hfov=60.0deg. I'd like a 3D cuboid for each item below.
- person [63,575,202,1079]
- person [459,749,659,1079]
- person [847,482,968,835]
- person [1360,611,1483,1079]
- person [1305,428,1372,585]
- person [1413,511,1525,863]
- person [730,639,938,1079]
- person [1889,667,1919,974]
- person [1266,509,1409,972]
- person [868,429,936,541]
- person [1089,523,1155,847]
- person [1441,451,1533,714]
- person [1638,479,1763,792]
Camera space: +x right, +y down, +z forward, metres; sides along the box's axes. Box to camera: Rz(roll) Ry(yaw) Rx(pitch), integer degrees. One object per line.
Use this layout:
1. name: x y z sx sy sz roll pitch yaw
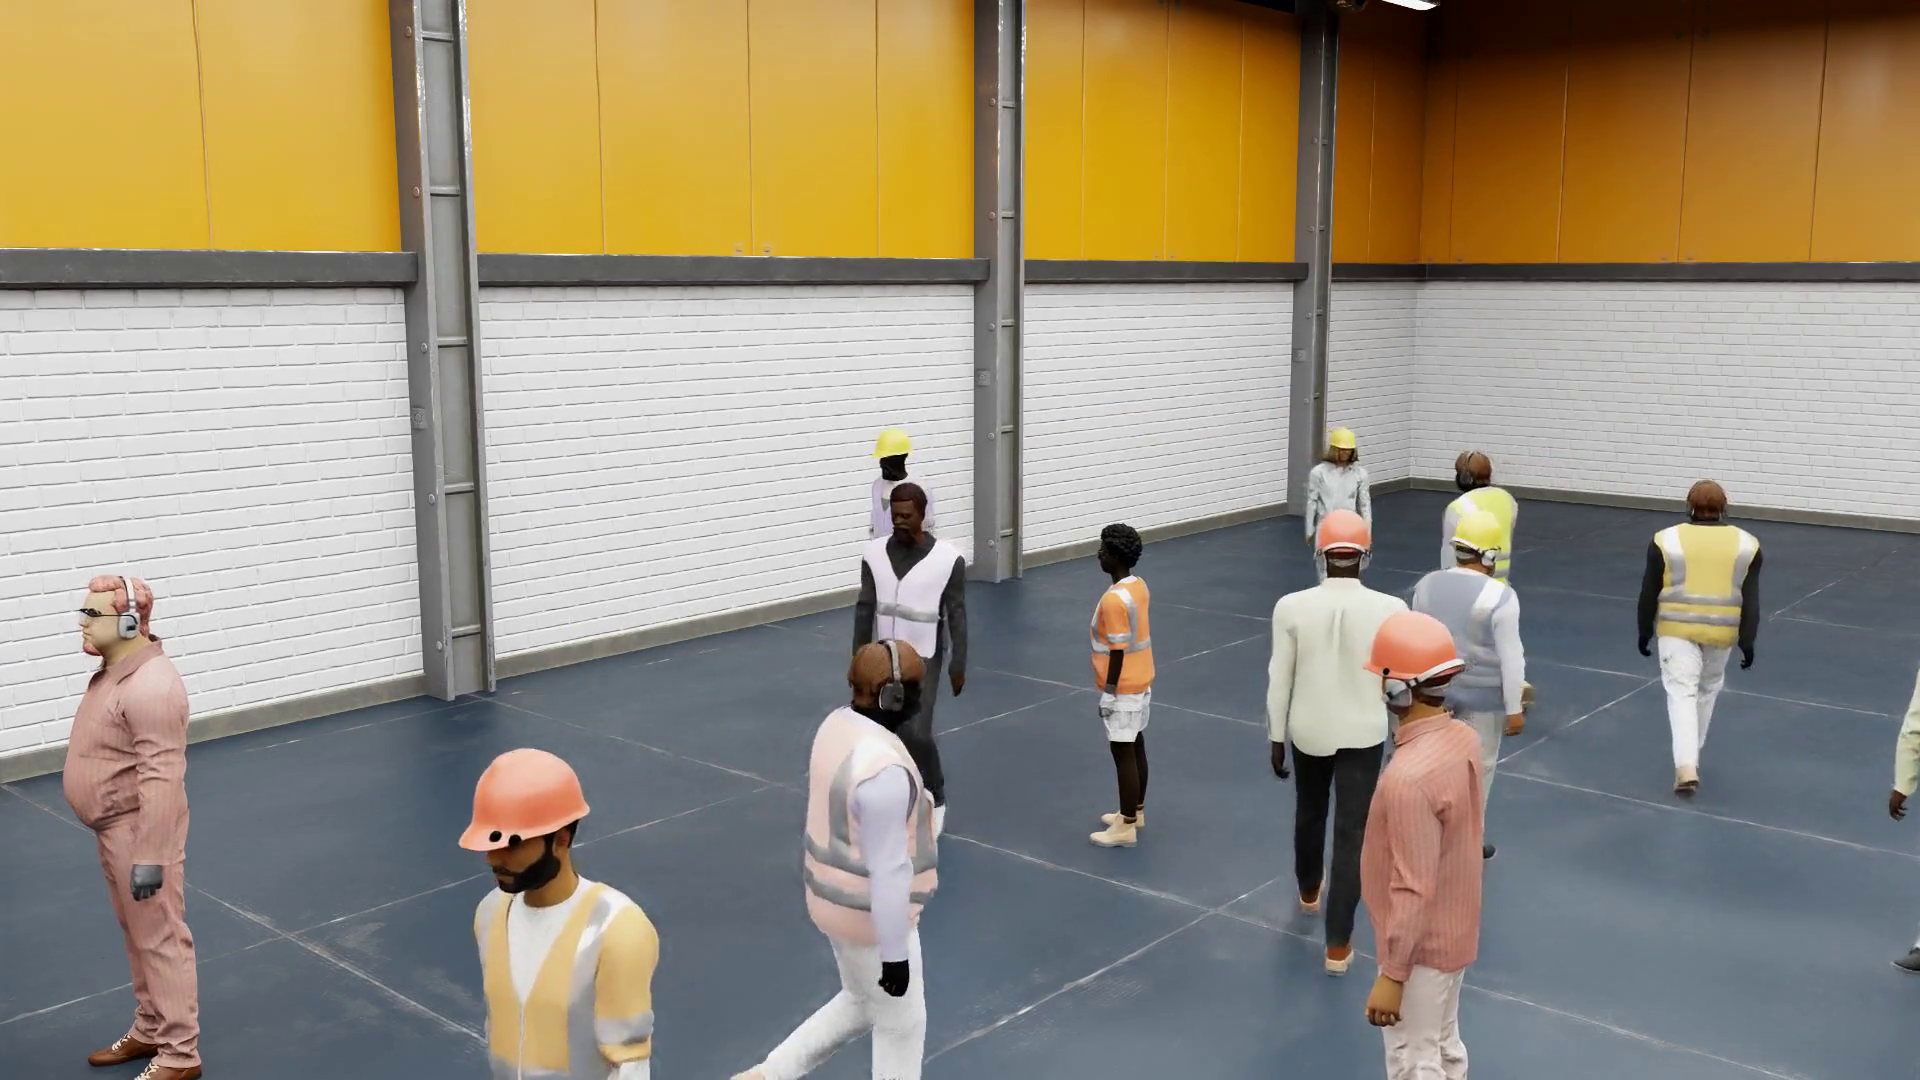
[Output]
1. person: -3.027 1.066 6.072 0.409 1.913 0.642 -7 11 -38
2. person: -0.914 1.407 3.952 0.560 1.909 0.896 5 10 27
3. person: -0.275 0.639 8.794 0.608 1.902 0.480 6 11 31
4. person: 1.360 1.197 4.998 0.392 1.991 0.612 5 10 30
5. person: 3.131 -0.056 13.676 0.518 1.717 0.649 0 9 -2
6. person: 2.508 0.758 8.305 0.487 1.814 0.598 -6 11 -33
7. person: -0.365 1.218 5.422 0.658 1.818 0.654 -3 10 -18
8. person: 4.168 1.025 6.774 0.639 1.790 0.637 7 11 37
9. person: 1.691 0.832 7.394 0.612 1.944 1.005 3 10 18
10. person: -0.438 0.182 11.580 0.385 1.922 0.594 -9 13 -44
11. person: 0.846 0.754 8.696 0.322 1.697 0.535 3 10 20
12. person: 3.439 0.323 11.002 0.640 1.825 0.652 -5 10 -30
13. person: 4.307 0.546 9.707 0.636 1.803 0.963 2 9 11
